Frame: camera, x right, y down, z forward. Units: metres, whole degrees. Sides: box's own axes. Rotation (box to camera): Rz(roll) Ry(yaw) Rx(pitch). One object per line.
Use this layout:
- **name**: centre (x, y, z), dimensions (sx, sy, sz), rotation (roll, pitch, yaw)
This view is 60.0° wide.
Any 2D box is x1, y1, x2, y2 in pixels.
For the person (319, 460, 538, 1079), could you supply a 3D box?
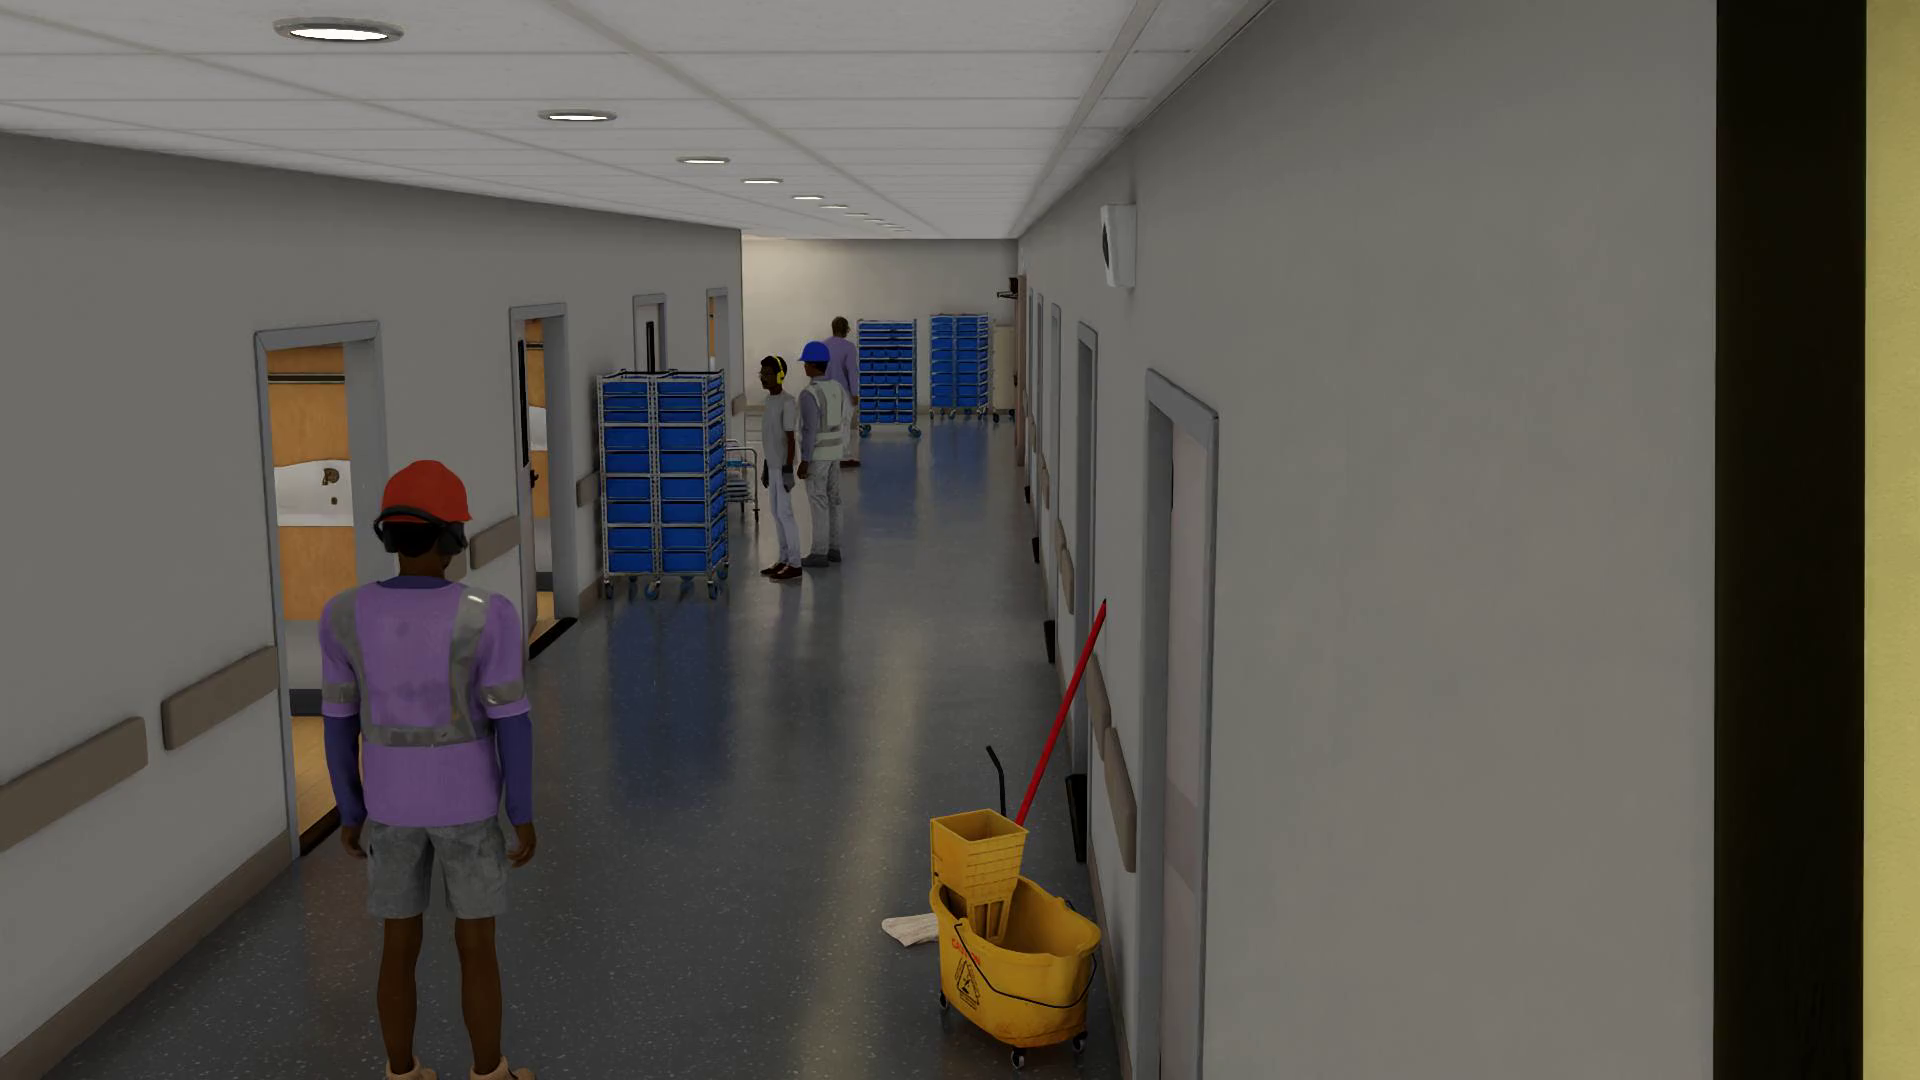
- **person**: centre (-1.573, 0.777, 5.015), dimensions (0.614, 2.038, 0.396), rotation (1, 9, 3)

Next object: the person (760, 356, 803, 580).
- **person**: centre (-1.497, -0.600, 13.811), dimensions (0.330, 1.862, 0.504), rotation (-5, 10, -25)

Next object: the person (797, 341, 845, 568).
- **person**: centre (-1.211, -0.736, 14.352), dimensions (0.387, 1.948, 0.602), rotation (4, 10, 23)

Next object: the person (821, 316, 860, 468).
- **person**: centre (-1.554, -1.892, 21.304), dimensions (0.635, 1.937, 0.355), rotation (7, 12, 36)
